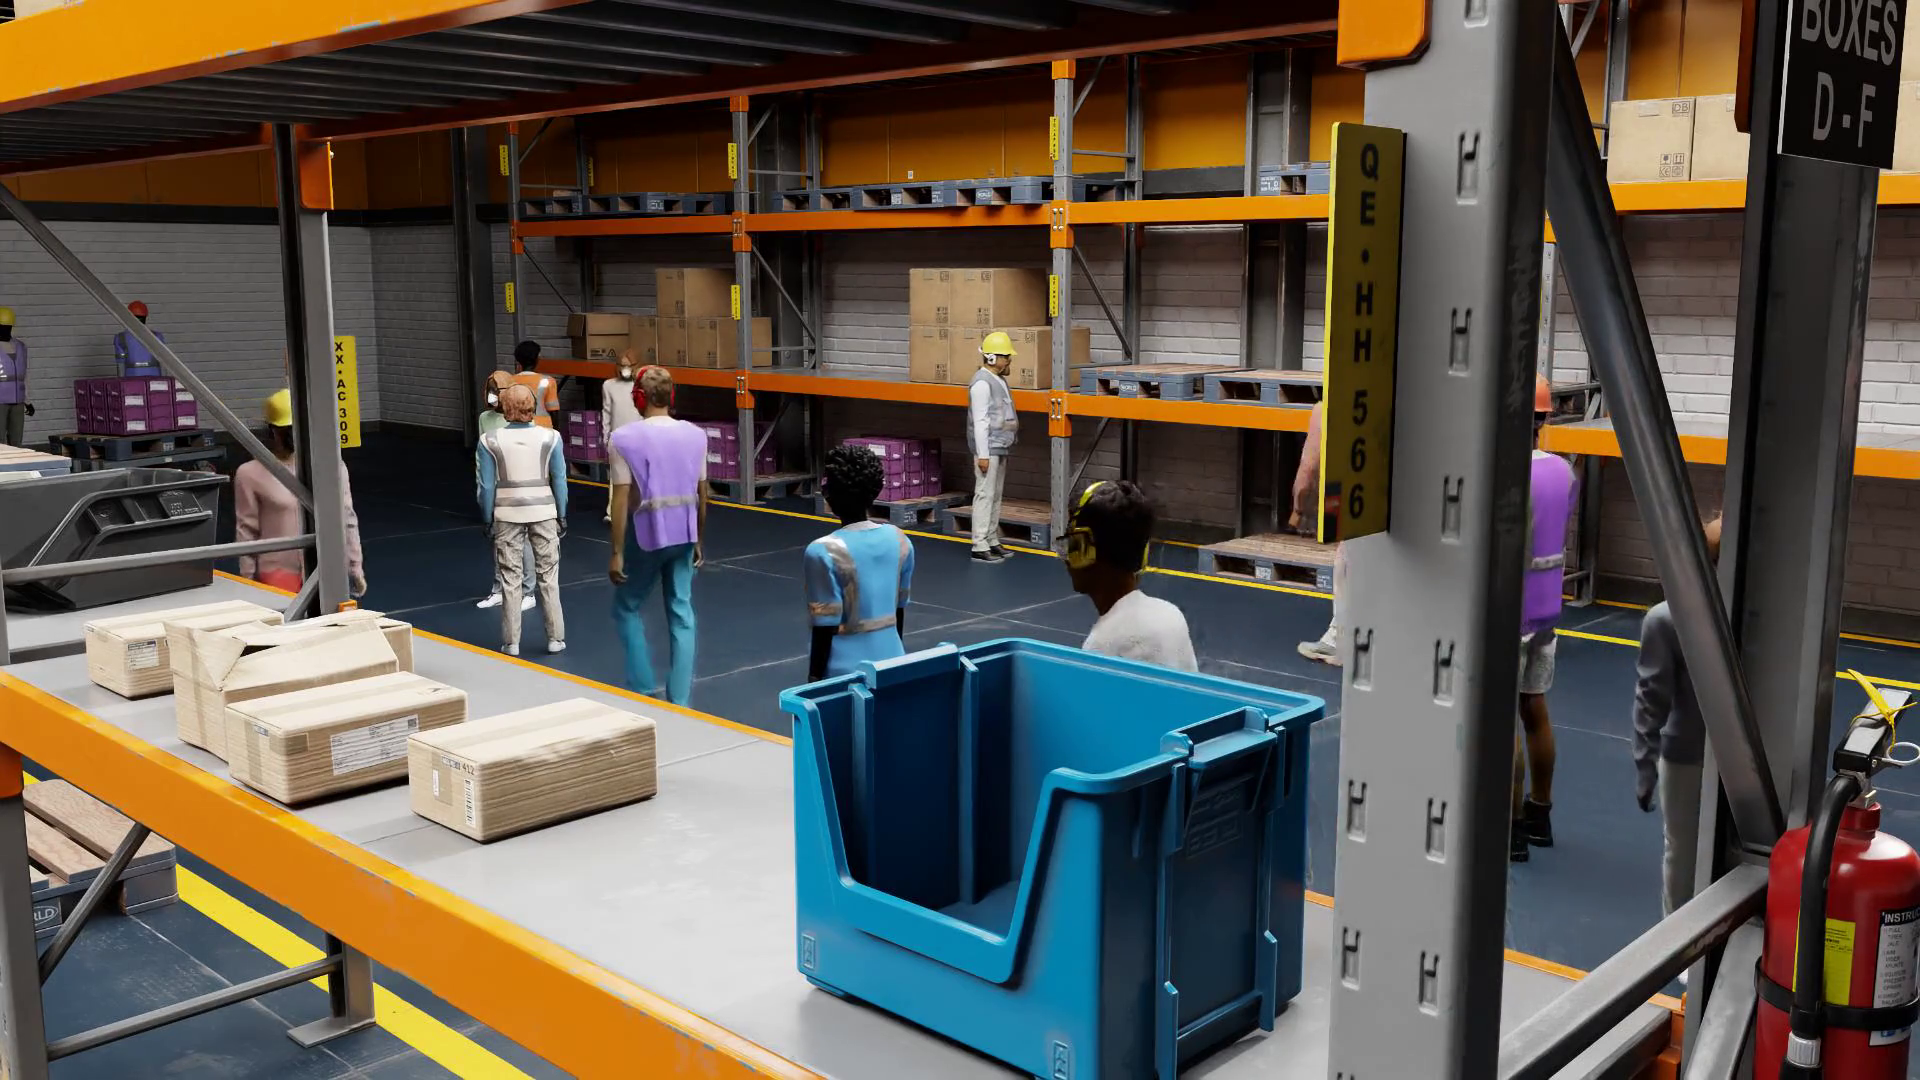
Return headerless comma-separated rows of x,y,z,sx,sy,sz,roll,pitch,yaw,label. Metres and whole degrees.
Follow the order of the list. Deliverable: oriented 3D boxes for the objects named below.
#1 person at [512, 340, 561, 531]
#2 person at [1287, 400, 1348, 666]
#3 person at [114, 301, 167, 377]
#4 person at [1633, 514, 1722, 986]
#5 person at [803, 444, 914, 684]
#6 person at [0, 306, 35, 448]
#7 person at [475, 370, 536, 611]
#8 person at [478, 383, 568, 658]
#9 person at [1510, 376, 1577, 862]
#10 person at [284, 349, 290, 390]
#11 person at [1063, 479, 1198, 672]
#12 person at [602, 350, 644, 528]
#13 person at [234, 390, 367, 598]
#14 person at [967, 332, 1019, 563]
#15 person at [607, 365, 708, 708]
-3.744,-0.894,14.544,0.536,1.696,0.319,1,9,6,person
2.213,-0.197,9.465,0.601,1.945,0.799,-7,11,-35,person
-9.664,-1.850,19.673,0.545,1.938,0.357,-4,10,-24,person
2.326,0.703,5.087,0.517,1.572,0.884,3,10,16,person
-0.379,0.501,5.994,0.315,1.695,0.541,7,11,35,person
-9.965,-1.476,17.417,0.383,1.924,0.589,3,10,18,person
-3.084,-0.332,11.294,0.499,1.633,0.286,5,10,26,person
-2.595,-0.112,9.922,0.514,1.641,0.309,-3,10,-17,person
2.162,0.295,6.562,0.562,1.934,0.394,-9,13,-42,person
-6.353,-1.314,16.432,0.584,1.922,0.381,-2,9,-10,person
0.404,0.771,3.971,0.958,1.816,0.549,6,11,32,person
-2.968,-0.892,14.830,0.515,1.582,0.858,0,9,1,person
-3.104,0.167,7.888,0.534,1.751,0.570,-8,12,-39,person
0.265,-0.733,13.184,0.403,1.826,0.595,3,10,17,person
-1.575,0.022,8.513,0.608,1.824,0.588,-8,12,-39,person
